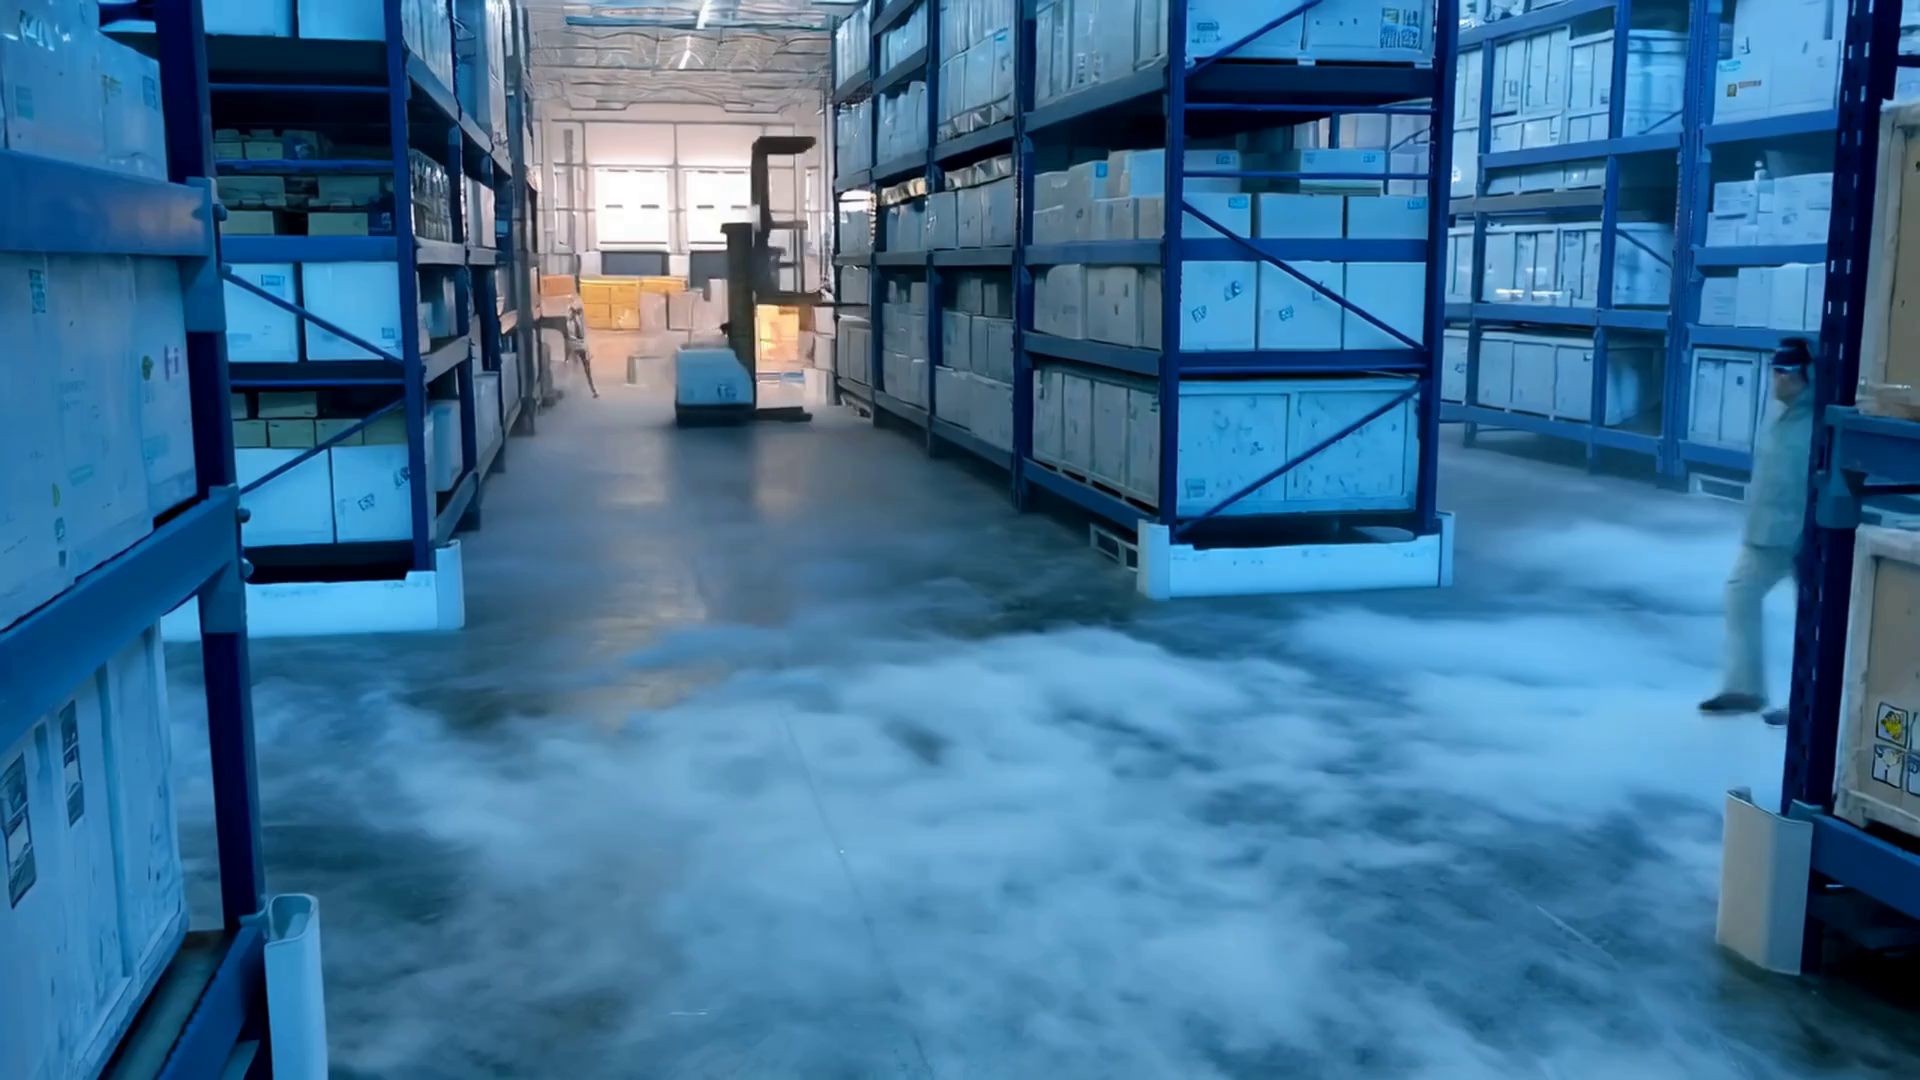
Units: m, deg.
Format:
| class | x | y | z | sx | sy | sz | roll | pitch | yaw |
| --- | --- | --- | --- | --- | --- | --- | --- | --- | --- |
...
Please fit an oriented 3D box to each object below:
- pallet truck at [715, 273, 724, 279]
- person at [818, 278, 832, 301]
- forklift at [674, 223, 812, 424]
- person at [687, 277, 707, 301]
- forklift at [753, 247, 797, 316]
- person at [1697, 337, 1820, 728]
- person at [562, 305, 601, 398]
| class | x | y | z | sx | sy | sz | roll | pitch | yaw |
| --- | --- | --- | --- | --- | --- | --- | --- | --- | --- |
| pallet truck | -8.580 | -8.986 | 62.280 | 1.885 | 1.965 | 0.823 | 1 | 9 | 5 |
| person | -3.559 | -5.978 | 44.121 | 0.361 | 1.940 | 0.543 | 2 | 10 | 12 |
| forklift | -3.133 | -3.090 | 23.660 | 1.873 | 2.768 | 1.129 | -2 | 10 | -12 |
| person | -8.078 | -7.107 | 51.031 | 0.639 | 1.932 | 0.364 | -1 | 9 | -4 |
| forklift | -5.884 | -7.530 | 50.722 | 1.129 | 2.768 | 1.873 | -7 | 12 | -38 |
| person | 3.893 | -0.022 | 7.963 | 0.689 | 1.883 | 0.680 | -1 | 9 | -5 |
| person | -6.486 | -3.185 | 28.166 | 0.878 | 1.580 | 0.528 | 8 | 12 | 40 |
